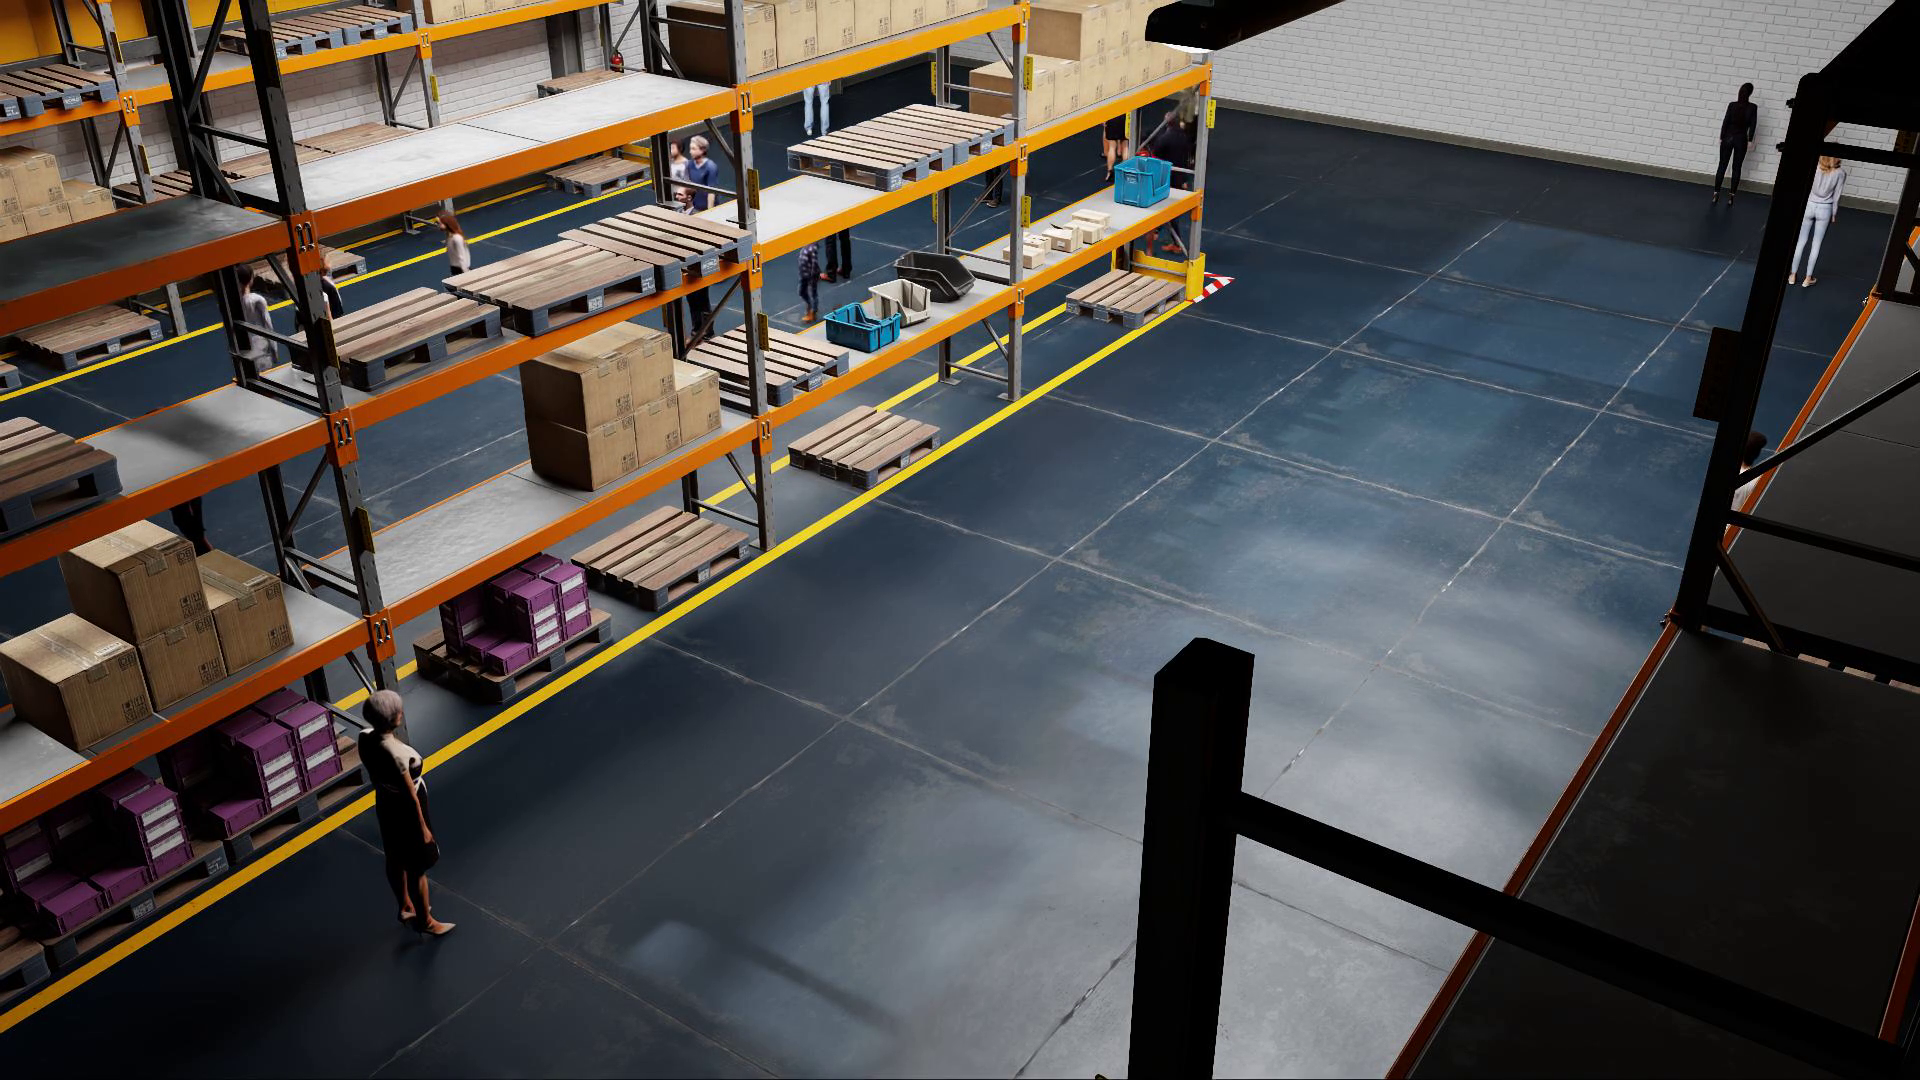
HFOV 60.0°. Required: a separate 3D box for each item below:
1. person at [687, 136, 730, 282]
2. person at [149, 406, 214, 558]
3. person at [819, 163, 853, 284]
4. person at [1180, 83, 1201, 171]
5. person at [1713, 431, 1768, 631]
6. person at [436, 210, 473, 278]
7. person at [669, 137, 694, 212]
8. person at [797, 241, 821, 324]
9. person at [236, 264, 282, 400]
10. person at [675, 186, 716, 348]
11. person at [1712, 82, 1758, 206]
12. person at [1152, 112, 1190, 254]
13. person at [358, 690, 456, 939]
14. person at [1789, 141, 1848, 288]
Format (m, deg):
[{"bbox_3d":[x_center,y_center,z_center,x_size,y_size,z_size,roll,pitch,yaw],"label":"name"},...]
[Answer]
[{"bbox_3d":[-3.067,-4.061,20.512,0.673,1.844,0.988,19,34,31],"label":"person"},{"bbox_3d":[-6.442,-0.331,13.819,0.605,1.706,0.646,-20,34,-32],"label":"person"},{"bbox_3d":[-1.529,-4.102,20.632,0.634,1.802,0.806,-22,35,-34],"label":"person"},{"bbox_3d":[3.492,-6.327,25.053,0.737,1.473,0.801,-7,29,-13],"label":"person"},{"bbox_3d":[6.178,-0.087,13.354,0.633,1.722,0.545,21,35,34],"label":"person"},{"bbox_3d":[-5.656,-3.076,19.102,0.906,1.464,0.733,-24,37,-36],"label":"person"},{"bbox_3d":[-3.568,-4.463,21.581,0.575,1.527,1.024,18,33,29],"label":"person"},{"bbox_3d":[-1.729,-3.173,19.508,0.579,1.247,0.562,-20,34,-32],"label":"person"},{"bbox_3d":[-7.065,-1.827,16.520,0.845,1.744,1.084,7,29,12],"label":"person"},{"bbox_3d":[-2.975,-3.050,18.560,0.649,1.938,0.719,-22,36,-35],"label":"person"},{"bbox_3d":[10.938,-5.601,23.474,0.615,1.711,0.534,13,31,22],"label":"person"},{"bbox_3d":[2.784,-4.603,21.572,1.040,1.780,0.874,-25,38,-38],"label":"person"},{"bbox_3d":[-3.396,1.678,10.085,0.653,1.755,0.564,24,37,37],"label":"person"},{"bbox_3d":[10.564,-4.028,20.502,0.596,1.796,0.502,21,35,33],"label":"person"}]
